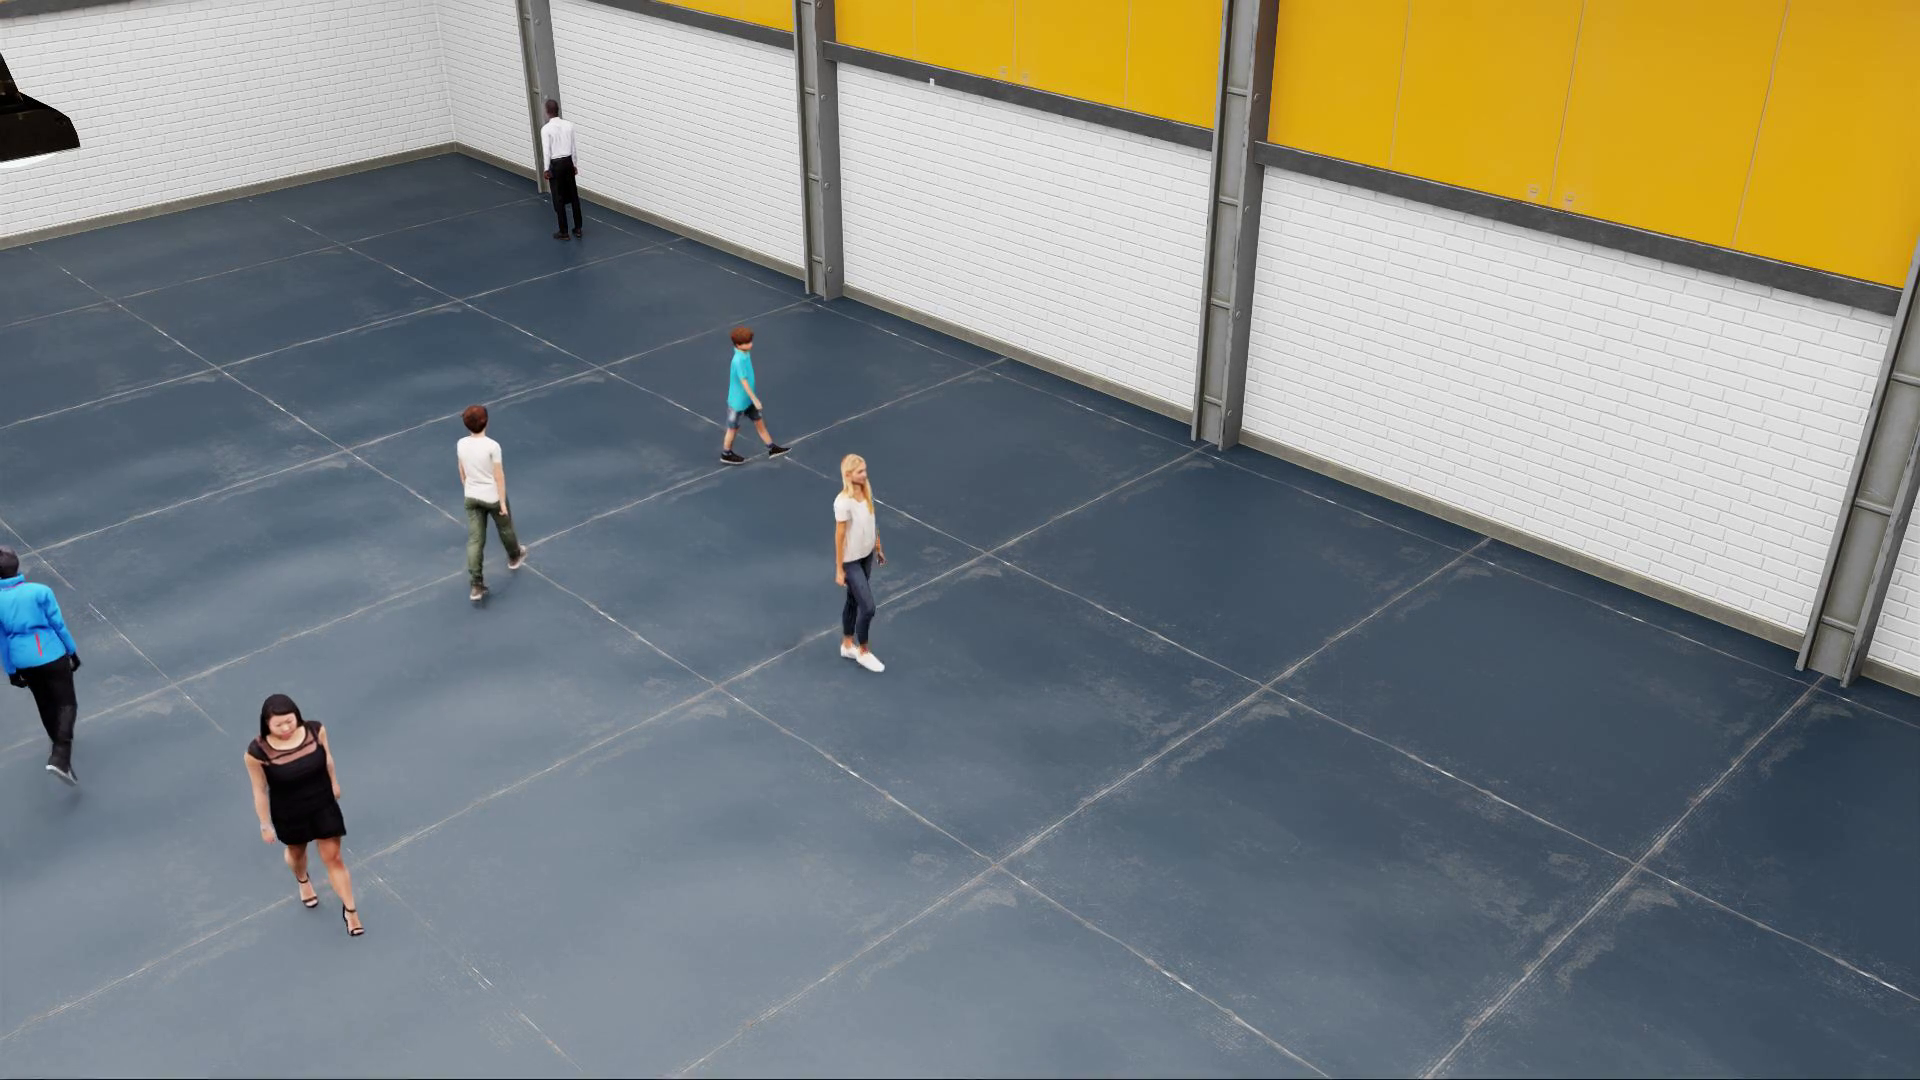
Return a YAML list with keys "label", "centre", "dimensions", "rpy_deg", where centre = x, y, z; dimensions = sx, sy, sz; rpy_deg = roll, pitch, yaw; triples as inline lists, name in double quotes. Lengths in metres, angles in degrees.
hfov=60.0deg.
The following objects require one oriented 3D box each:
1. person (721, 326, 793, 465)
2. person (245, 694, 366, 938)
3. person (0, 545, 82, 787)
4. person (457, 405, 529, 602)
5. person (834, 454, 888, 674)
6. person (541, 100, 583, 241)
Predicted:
- label: "person"
  centre: [-2.166, -1.370, 15.970]
  dimensions: [0.976, 1.419, 0.832]
  rpy_deg: [4, 29, 8]
- label: "person"
  centre: [-4.073, 1.621, 10.210]
  dimensions: [0.769, 1.683, 1.032]
  rpy_deg: [-20, 35, -33]
- label: "person"
  centre: [-6.367, 0.878, 11.480]
  dimensions: [0.985, 1.772, 1.163]
  rpy_deg: [-7, 29, -12]
- label: "person"
  centre: [-3.970, -0.279, 13.769]
  dimensions: [1.135, 1.610, 1.106]
  rpy_deg: [3, 29, 6]
- label: "person"
  centre: [-0.882, 0.149, 12.786]
  dimensions: [0.783, 1.800, 0.734]
  rpy_deg: [13, 31, 22]
- label: "person"
  centre: [-5.278, -4.904, 22.012]
  dimensions: [0.648, 1.836, 0.538]
  rpy_deg: [-23, 36, -36]
